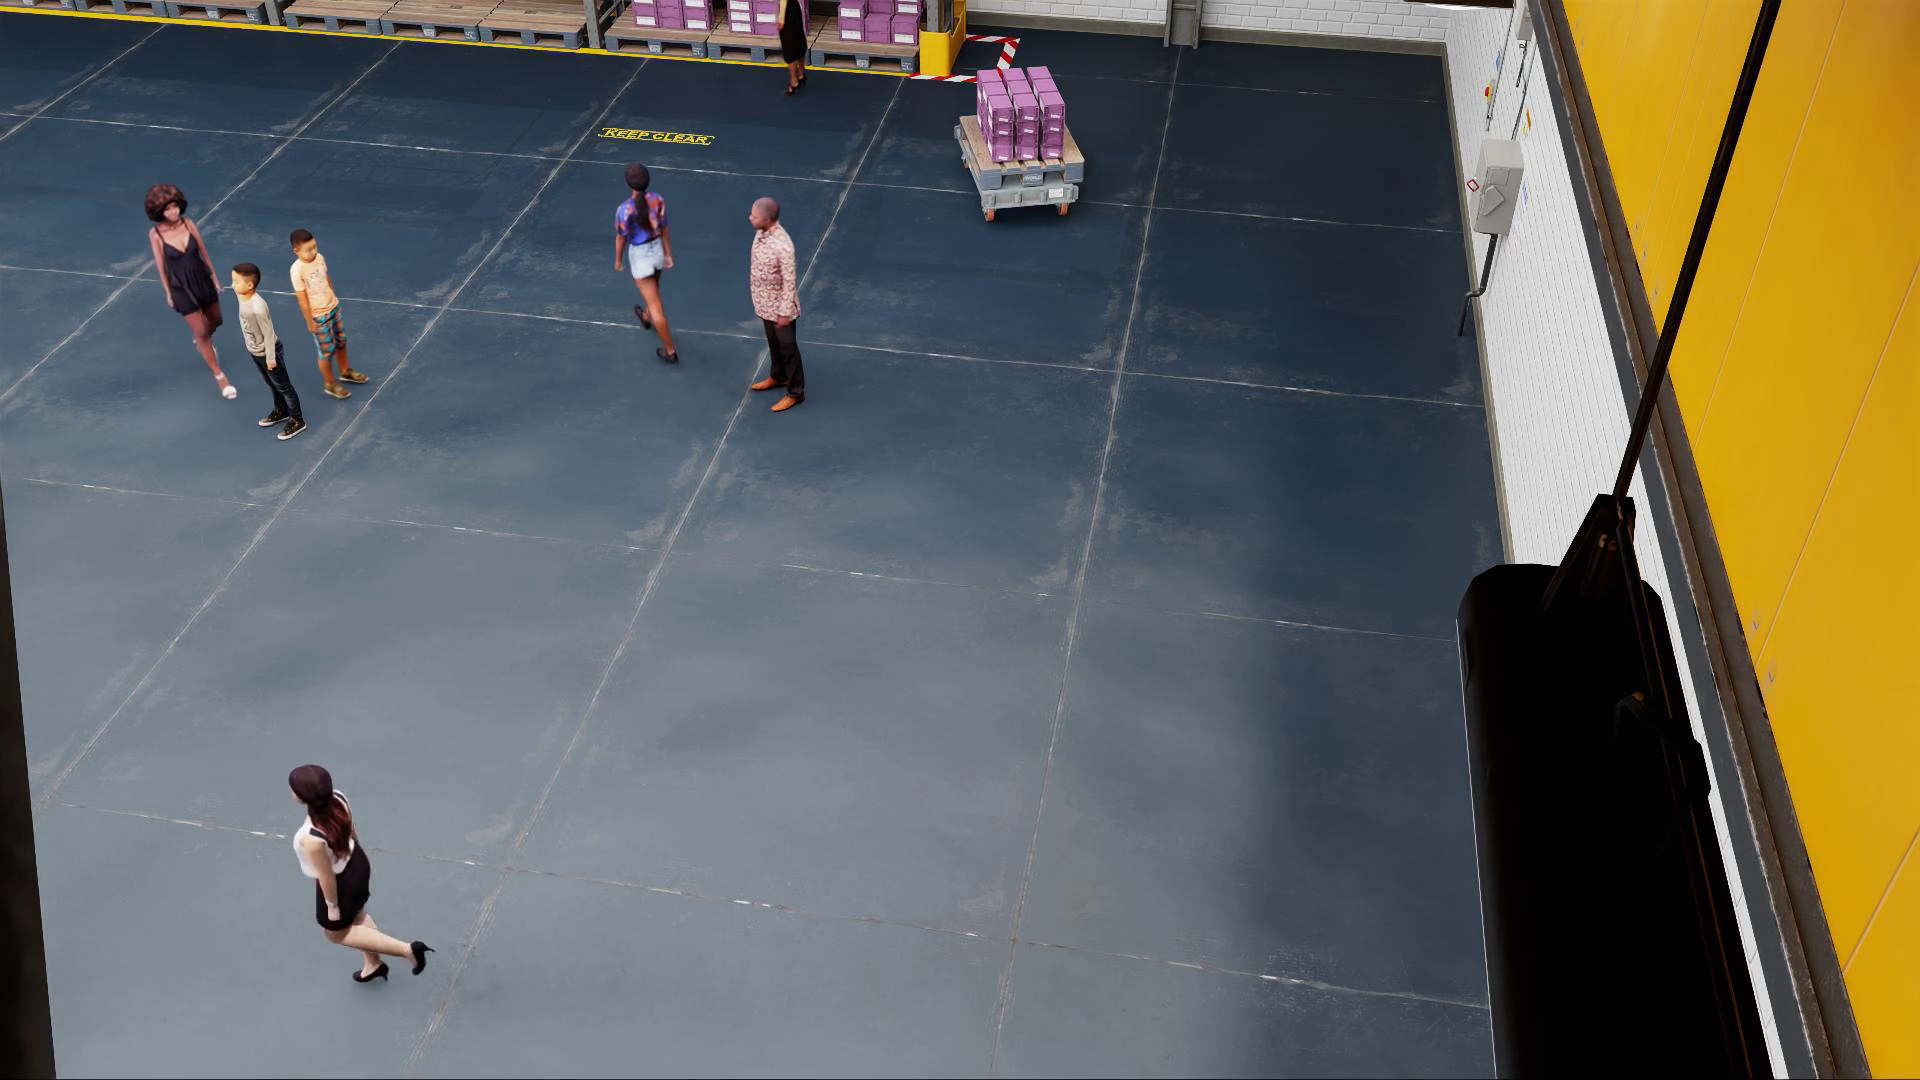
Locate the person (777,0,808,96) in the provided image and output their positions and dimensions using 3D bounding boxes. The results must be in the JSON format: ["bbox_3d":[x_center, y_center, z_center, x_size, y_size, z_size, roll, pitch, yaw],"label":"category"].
[{"bbox_3d":[-1.829,-5.620,17.873,0.594,1.654,0.619,13,41,16],"label":"person"}]

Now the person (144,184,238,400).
[{"bbox_3d":[-6.153,-2.021,13.276,1.072,1.765,0.902,29,47,31],"label":"person"}]

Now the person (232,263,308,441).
[{"bbox_3d":[-5.362,-1.484,12.844,0.607,1.465,0.696,32,48,33],"label":"person"}]

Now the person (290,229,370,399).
[{"bbox_3d":[-5.109,-1.830,13.282,0.521,1.459,0.551,10,40,13],"label":"person"}]

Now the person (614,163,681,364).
[{"bbox_3d":[-2.497,-2.219,13.568,0.984,1.712,1.125,-30,47,-32],"label":"person"}]

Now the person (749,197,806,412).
[{"bbox_3d":[-1.432,-1.890,13.077,0.812,1.809,0.777,-19,42,-22],"label":"person"}]

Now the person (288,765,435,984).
[{"bbox_3d":[-3.114,1.783,8.616,0.776,1.638,0.626,1,39,1],"label":"person"}]
